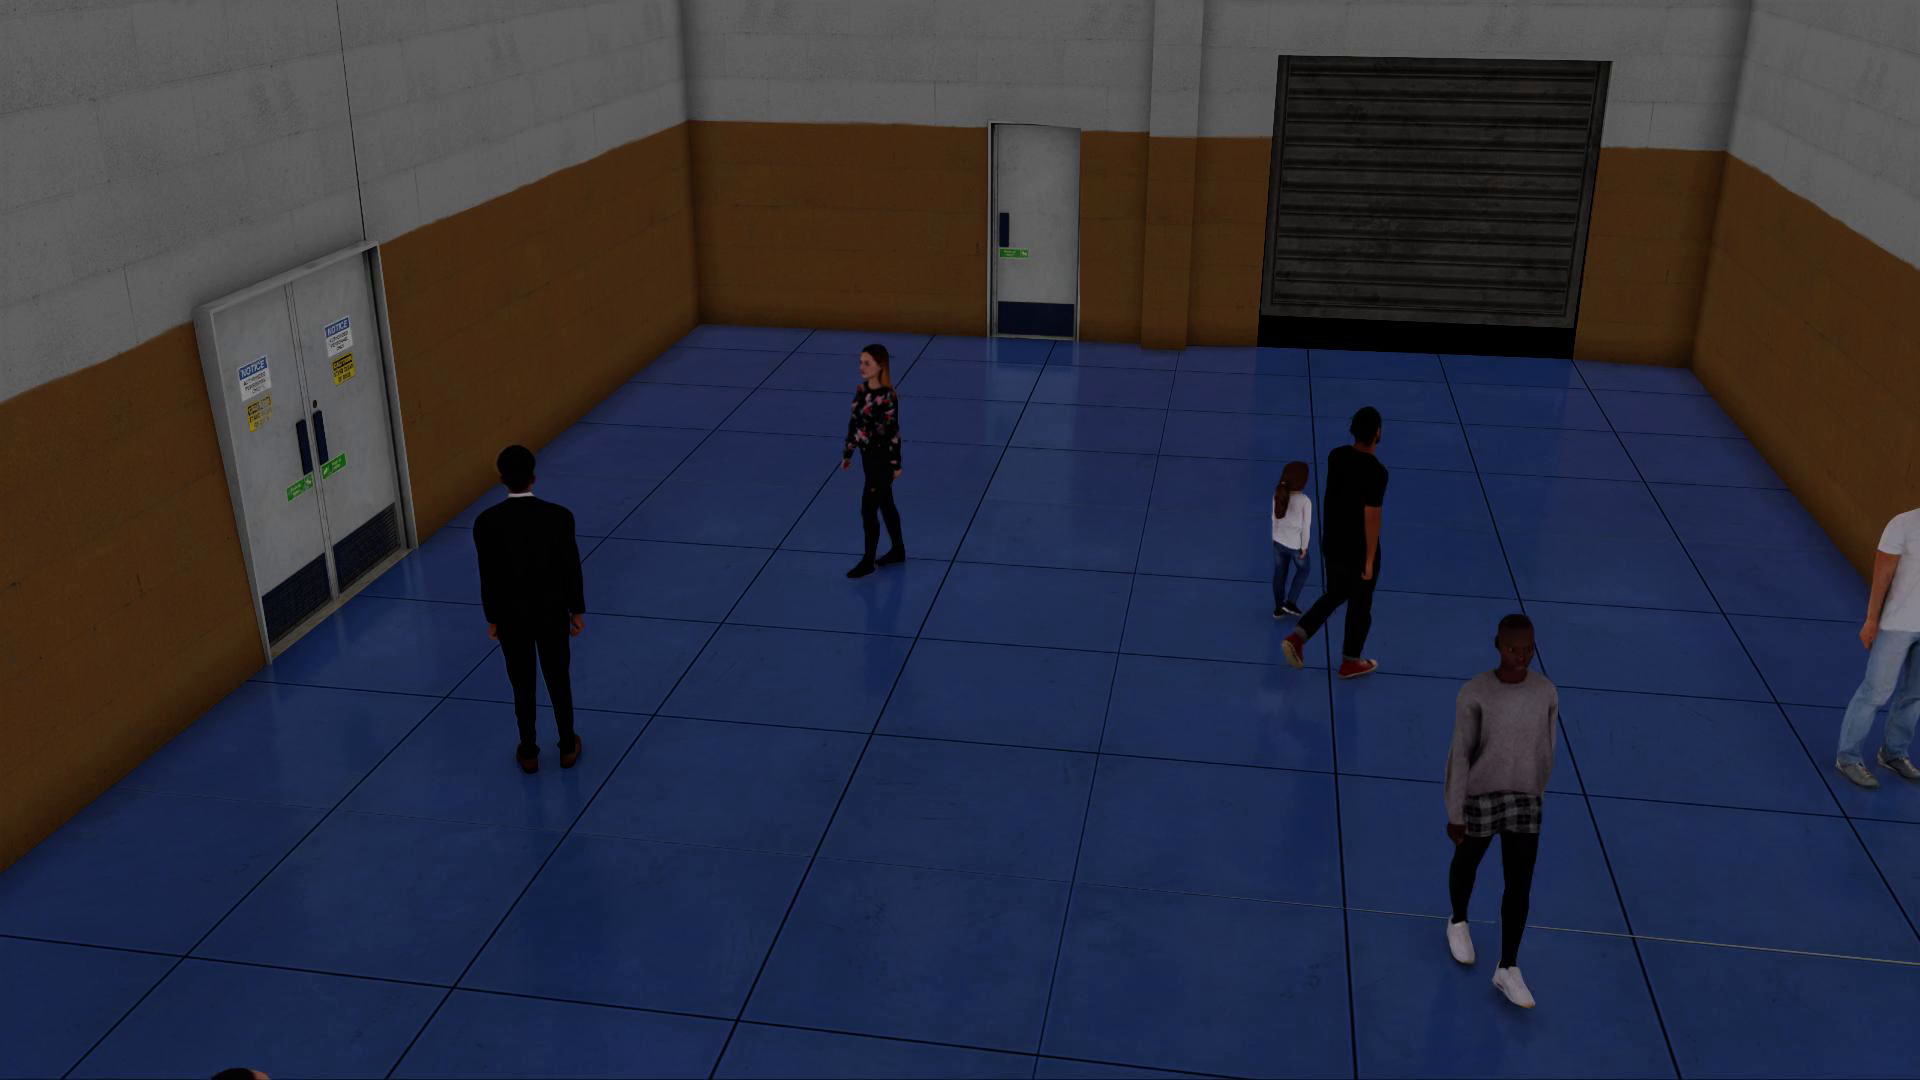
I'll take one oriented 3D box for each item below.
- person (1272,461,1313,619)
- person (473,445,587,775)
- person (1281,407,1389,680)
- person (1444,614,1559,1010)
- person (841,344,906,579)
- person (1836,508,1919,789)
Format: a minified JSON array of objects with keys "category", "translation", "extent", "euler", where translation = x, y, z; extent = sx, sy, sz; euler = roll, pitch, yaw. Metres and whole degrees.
[{"category":"person","translation":[2.166,0.011,11.046],"extent":[0.501,1.104,0.577],"euler":[15,26,33]},{"category":"person","translation":[-2.334,0.385,9.068],"extent":[0.674,1.884,0.831],"euler":[-7,23,-16]},{"category":"person","translation":[2.296,0.059,10.070],"extent":[1.011,1.741,0.937],"euler":[-13,25,-29]},{"category":"person","translation":[2.364,1.111,7.437],"extent":[0.895,1.752,0.796],"euler":[0,22,-1]},{"category":"person","translation":[-0.504,-0.583,11.773],"extent":[0.899,1.664,0.829],"euler":[-13,25,-29]},{"category":"person","translation":[5.150,0.417,9.028],"extent":[0.685,1.854,0.840],"euler":[-3,22,-7]}]
